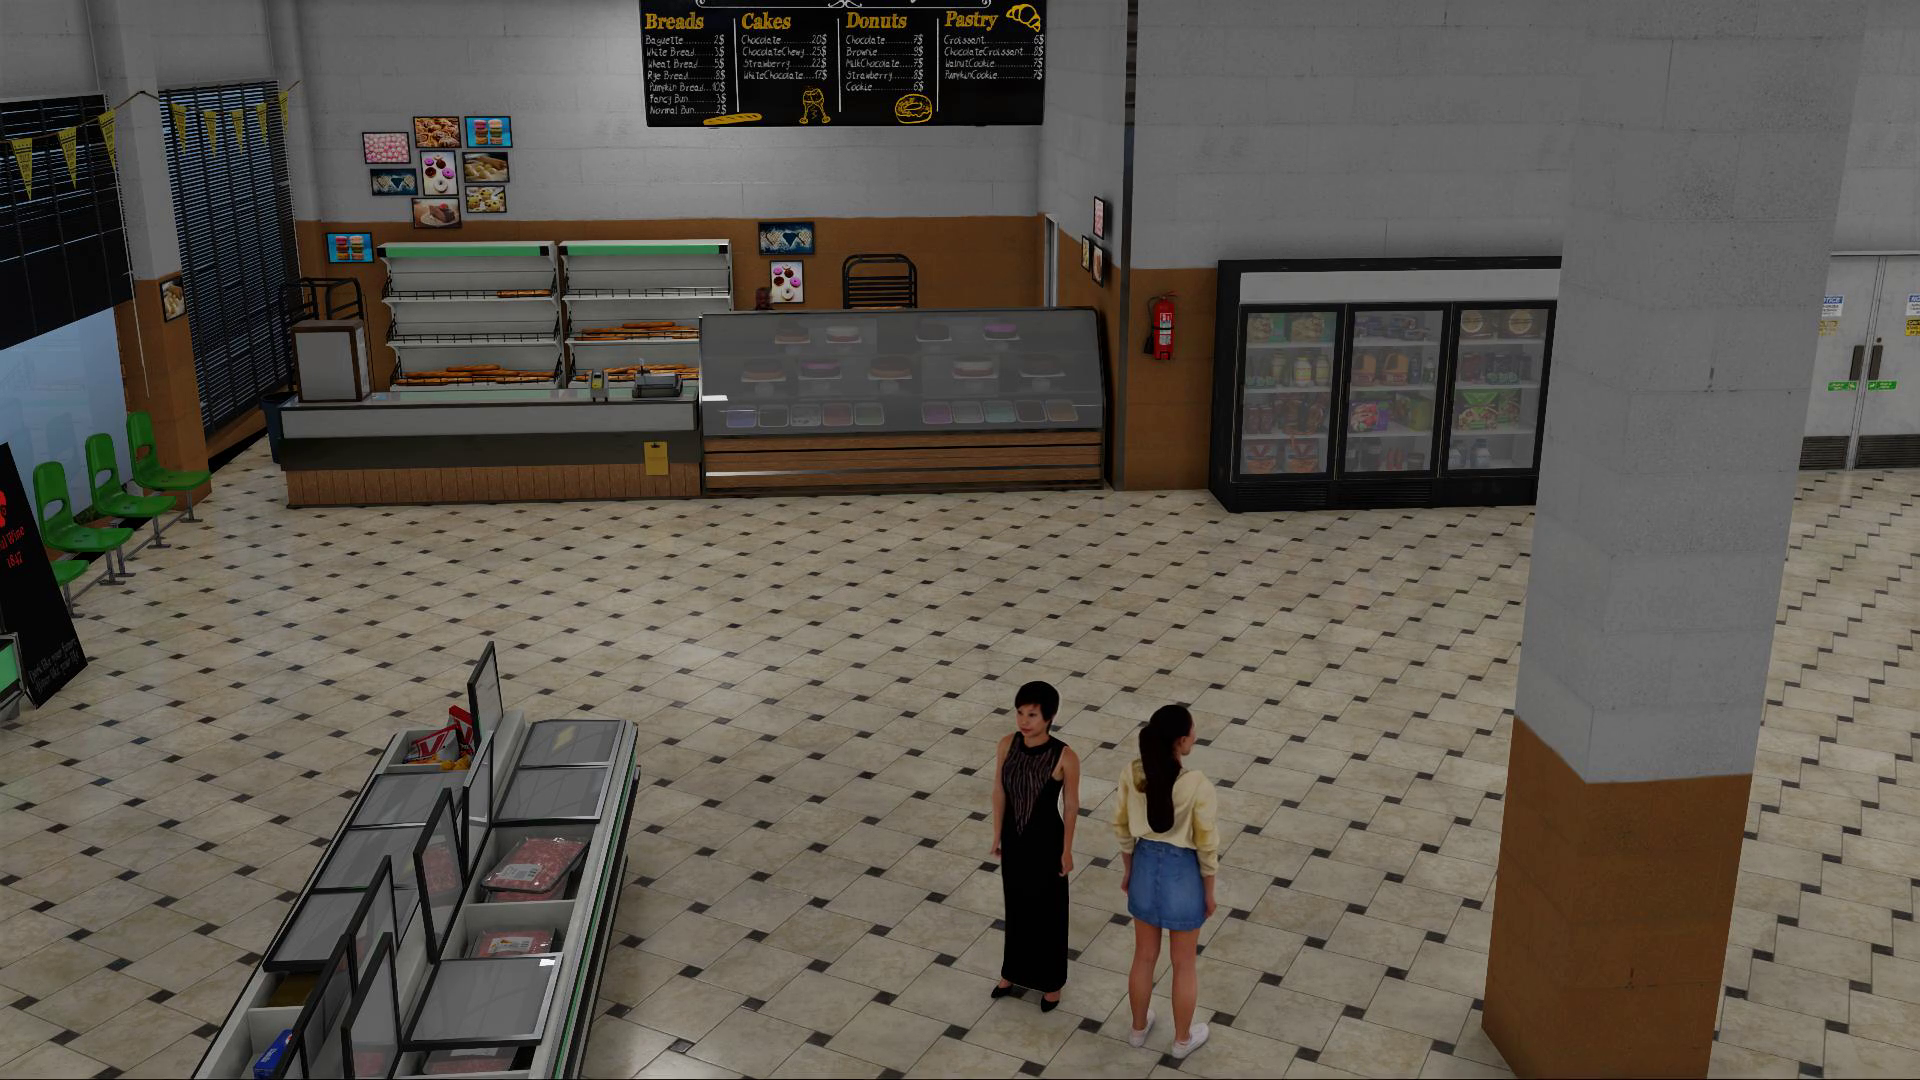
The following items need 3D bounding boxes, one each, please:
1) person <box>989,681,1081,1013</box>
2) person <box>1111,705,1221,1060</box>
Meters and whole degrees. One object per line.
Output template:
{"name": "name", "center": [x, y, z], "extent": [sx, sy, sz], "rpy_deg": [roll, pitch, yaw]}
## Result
{"name": "person", "center": [0.353, 1.404, 7.715], "extent": [0.654, 1.604, 0.672], "rpy_deg": [9, 19, 26]}
{"name": "person", "center": [0.909, 1.504, 7.340], "extent": [0.725, 1.632, 0.741], "rpy_deg": [9, 19, 28]}
